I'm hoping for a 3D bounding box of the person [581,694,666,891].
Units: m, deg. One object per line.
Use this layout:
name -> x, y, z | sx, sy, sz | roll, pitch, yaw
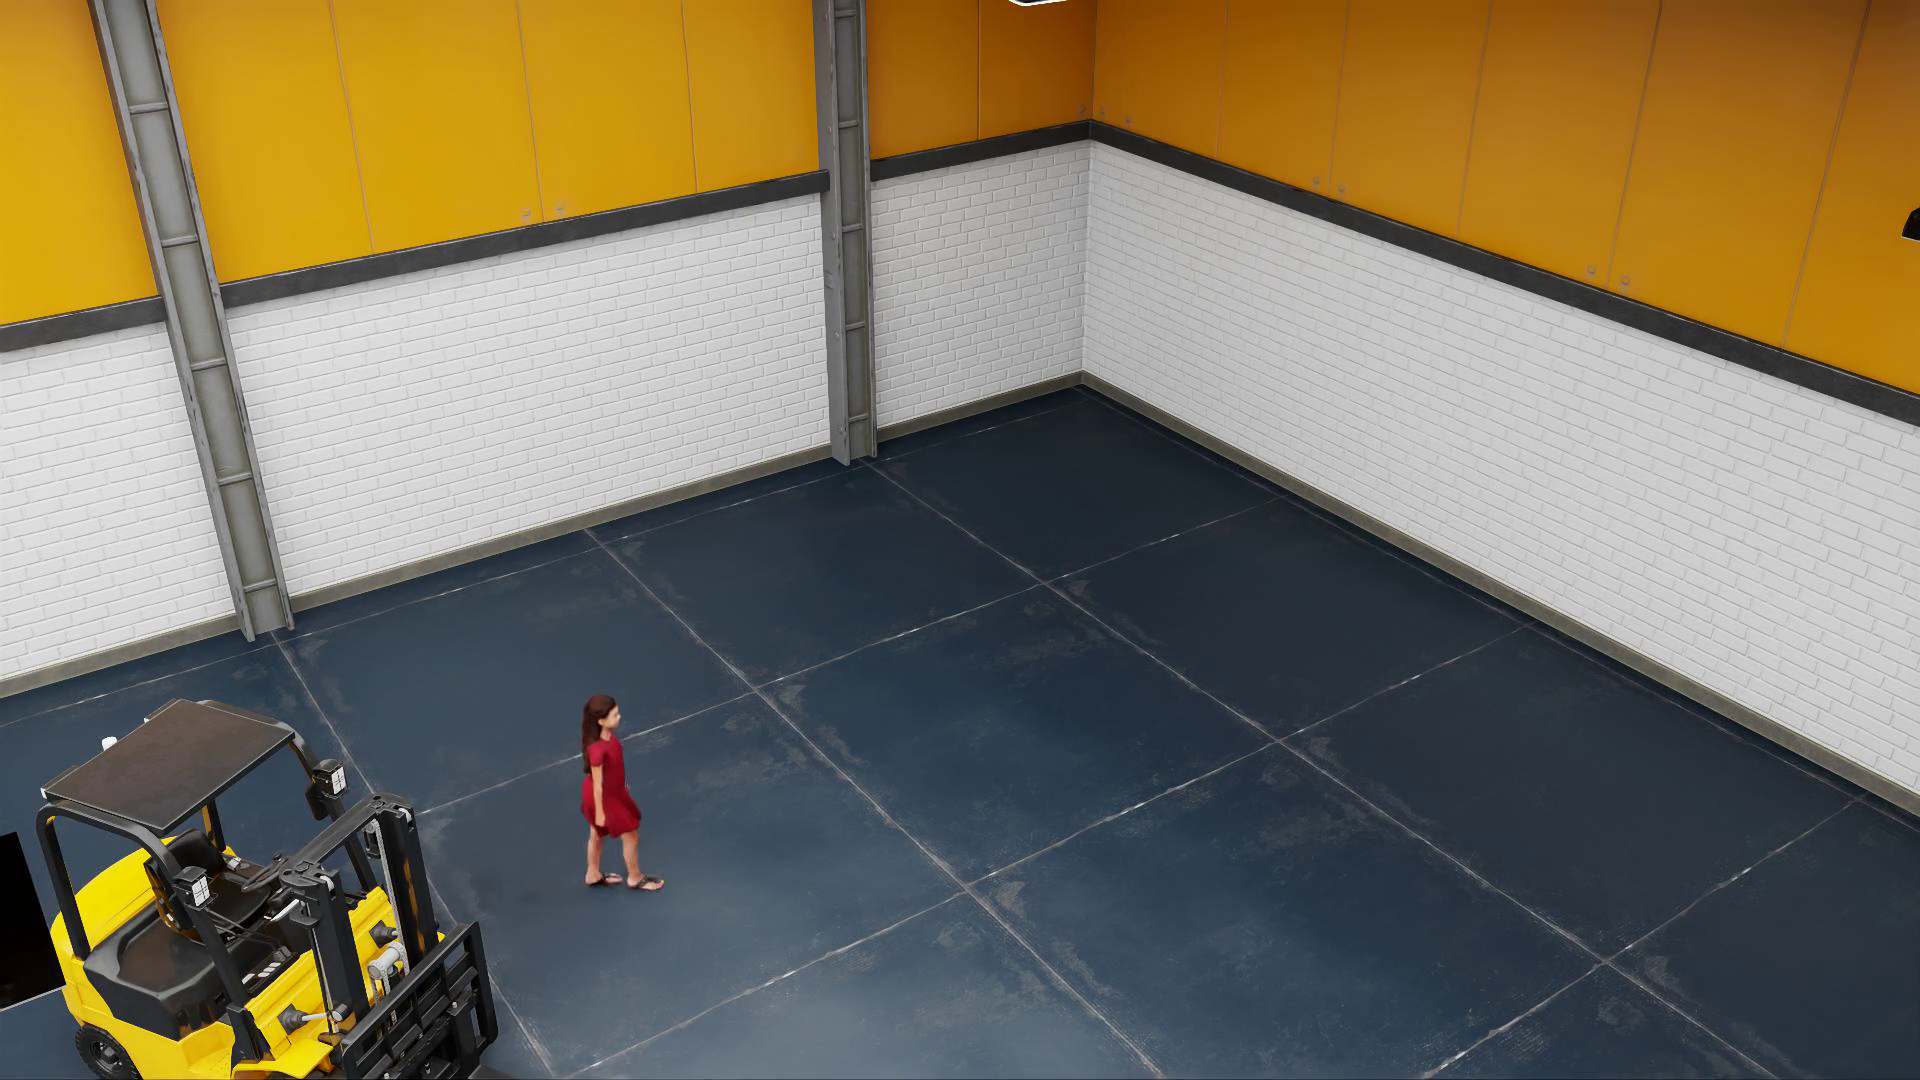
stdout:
person -> -2.445, 1.716, 11.119 | 0.879, 1.532, 0.763 | -2, 29, -4
